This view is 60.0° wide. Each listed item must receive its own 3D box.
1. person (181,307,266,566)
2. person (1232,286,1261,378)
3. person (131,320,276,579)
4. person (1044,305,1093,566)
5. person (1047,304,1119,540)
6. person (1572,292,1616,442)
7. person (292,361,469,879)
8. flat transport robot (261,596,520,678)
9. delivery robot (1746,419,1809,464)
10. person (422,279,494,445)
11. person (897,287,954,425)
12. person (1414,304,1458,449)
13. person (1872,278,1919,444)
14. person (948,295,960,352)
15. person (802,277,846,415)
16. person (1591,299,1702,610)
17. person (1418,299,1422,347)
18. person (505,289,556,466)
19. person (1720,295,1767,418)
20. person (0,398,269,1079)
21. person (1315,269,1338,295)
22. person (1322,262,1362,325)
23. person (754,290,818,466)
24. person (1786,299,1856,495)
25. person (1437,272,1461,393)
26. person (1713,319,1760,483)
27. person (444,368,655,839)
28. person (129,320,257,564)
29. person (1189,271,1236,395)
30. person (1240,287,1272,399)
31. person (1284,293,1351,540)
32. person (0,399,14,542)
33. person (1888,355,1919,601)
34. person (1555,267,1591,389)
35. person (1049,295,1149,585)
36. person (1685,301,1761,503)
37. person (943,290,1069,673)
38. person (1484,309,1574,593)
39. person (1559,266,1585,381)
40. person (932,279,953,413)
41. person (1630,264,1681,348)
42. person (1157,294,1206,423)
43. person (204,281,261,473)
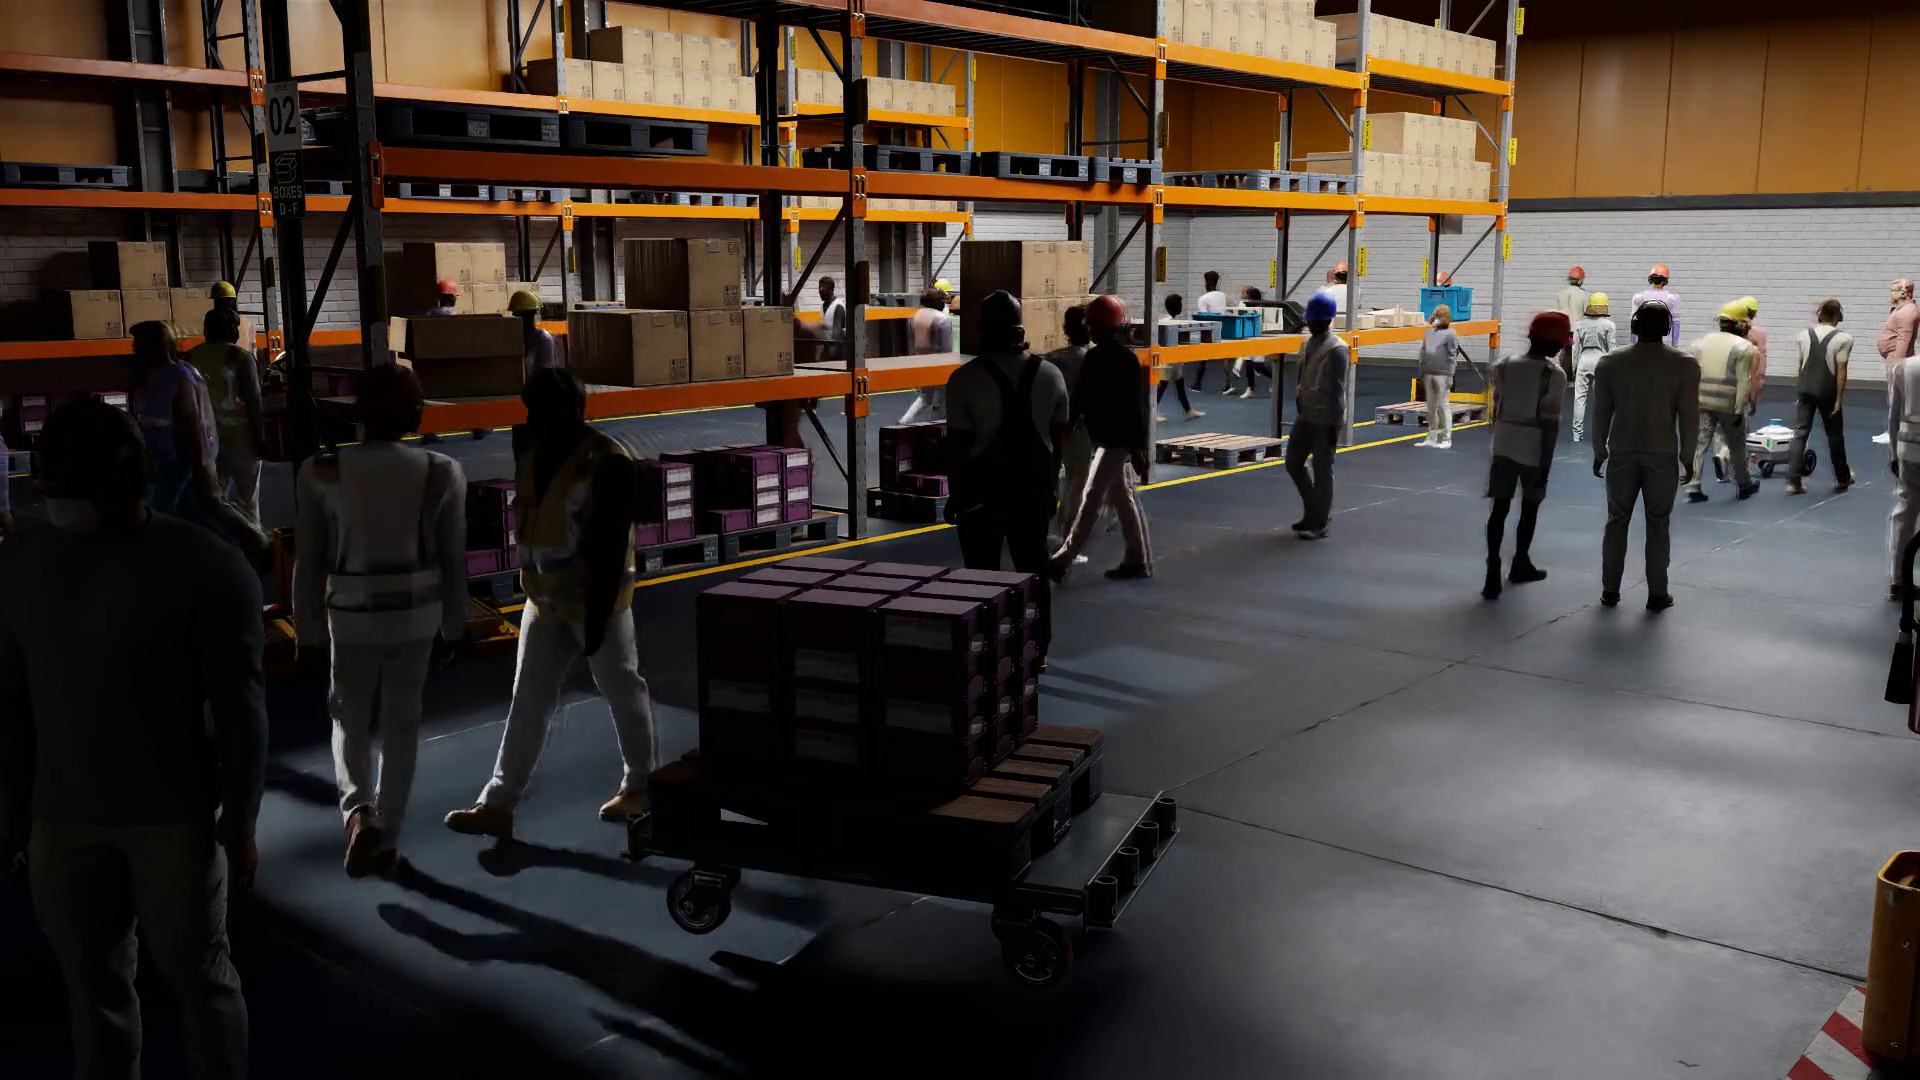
[{"bbox_3d":[-5.177,-0.728,11.817,0.621,1.845,0.429,3,10,16],"label":"person"},{"bbox_3d":[4.984,-3.617,28.928,0.830,1.602,0.508,-7,12,-34],"label":"person"},{"bbox_3d":[-5.069,-0.576,11.127,0.625,1.792,0.809,10,14,44],"label":"person"},{"bbox_3d":[0.849,-0.731,11.803,0.535,1.850,0.475,7,12,36],"label":"person"},{"bbox_3d":[1.003,-0.896,12.807,0.593,1.842,0.542,-2,10,-10],"label":"person"},{"bbox_3d":[7.389,-2.009,19.395,0.492,1.742,0.319,8,13,38],"label":"person"},{"bbox_3d":[-2.023,0.307,5.854,0.615,1.859,0.533,-4,11,-22],"label":"person"},{"bbox_3d":[-3.183,0.518,9.192,1.431,0.197,0.652,-6,12,-31],"label":"flat transport robot"},{"bbox_3d":[8.082,-0.958,16.509,0.707,0.478,0.477,-5,11,-31],"label":"delivery robot"},{"bbox_3d":[-5.910,-2.070,19.327,0.557,1.887,0.950,5,11,27],"label":"person"},{"bbox_3d":[-0.346,-1.943,18.810,0.721,1.823,0.631,-9,13,-41],"label":"person"},{"bbox_3d":[5.389,-1.837,18.762,0.306,1.627,0.535,-5,11,-28],"label":"person"},{"bbox_3d":[10.821,-2.064,19.234,0.407,1.911,0.639,6,11,29],"label":"person"},{"bbox_3d":[-0.015,-2.418,22.036,0.500,1.632,0.280,5,11,25],"label":"person"},{"bbox_3d":[-1.769,-2.595,22.395,1.001,1.862,0.603,-6,12,-33],"label":"person"},{"bbox_3d":[4.281,-0.531,10.418,0.635,1.940,0.366,6,12,30],"label":"person"},{"bbox_3d":[8.338,-3.713,29.390,0.523,1.638,0.310,4,11,22],"label":"person"},{"bbox_3d":[-3.624,-1.197,14.309,0.704,1.908,0.591,-9,14,-42],"label":"person"},{"bbox_3d":[8.404,-1.758,17.954,0.476,1.750,0.550,-8,13,-39],"label":"person"},{"bbox_3d":[-1.886,0.638,3.786,0.627,1.933,0.371,0,10,1],"label":"person"},{"bbox_3d":[6.177,-3.546,27.678,0.399,1.910,0.643,-5,11,-29],"label":"person"},{"bbox_3d":[5.782,-3.191,25.270,0.607,2.044,0.378,1,10,5],"label":"person"},{"bbox_3d":[-1.636,-1.457,15.918,0.657,1.870,0.949,5,11,27],"label":"person"},{"bbox_3d":[7.957,-1.318,15.321,0.925,1.784,0.510,-8,13,-40],"label":"person"},{"bbox_3d":[6.603,-2.703,22.819,0.541,1.932,0.382,8,13,38],"label":"person"},{"bbox_3d":[7.310,-1.322,15.827,0.539,1.619,0.514,-8,13,-40],"label":"person"},{"bbox_3d":[-1.524,0.256,6.322,0.646,1.792,0.936,7,12,35],"label":"person"},{"bbox_3d":[-5.024,-0.520,10.781,0.858,1.813,0.574,-10,14,-44],"label":"person"},{"bbox_3d":[3.957,-3.211,25.778,0.616,1.918,1.036,-4,11,-21],"label":"person"},{"bbox_3d":[4.492,-2.934,24.852,0.531,1.683,0.533,-5,11,-24],"label":"person"},{"bbox_3d":[2.774,-0.939,12.829,0.509,1.916,0.647,-4,11,-22],"label":"person"},{"bbox_3d":[-5.423,-0.214,8.869,0.688,1.869,0.885,0,10,0],"label":"person"},{"bbox_3d":[6.294,-0.539,10.674,0.757,1.858,0.620,-5,11,-27],"label":"person"},{"bbox_3d":[9.847,-3.408,26.759,0.978,1.954,0.628,-7,12,-36],"label":"person"},{"bbox_3d":[0.881,-0.661,11.149,1.001,1.936,0.702,-3,10,-18],"label":"person"},{"bbox_3d":[6.829,-1.228,14.825,0.903,1.780,0.591,-7,12,-35],"label":"person"},{"bbox_3d":[0.201,-0.292,8.771,0.672,2.000,0.536,-4,11,-21],"label":"person"},{"bbox_3d":[3.708,-0.583,10.916,0.549,1.866,0.904,8,13,39],"label":"person"},{"bbox_3d":[10.418,-3.661,28.236,0.353,1.942,0.545,-5,11,-27],"label":"person"},{"bbox_3d":[-0.224,-2.629,22.658,0.404,1.837,0.593,-3,11,-19],"label":"person"},{"bbox_3d":[9.283,-2.659,22.241,0.616,2.041,0.379,5,11,27],"label":"person"},{"bbox_3d":[2.804,-2.337,21.500,0.753,1.660,0.540,1,10,8],"label":"person"},{"bbox_3d":[-7.230,-1.593,16.500,0.380,1.928,0.586,5,11,25],"label":"person"}]
